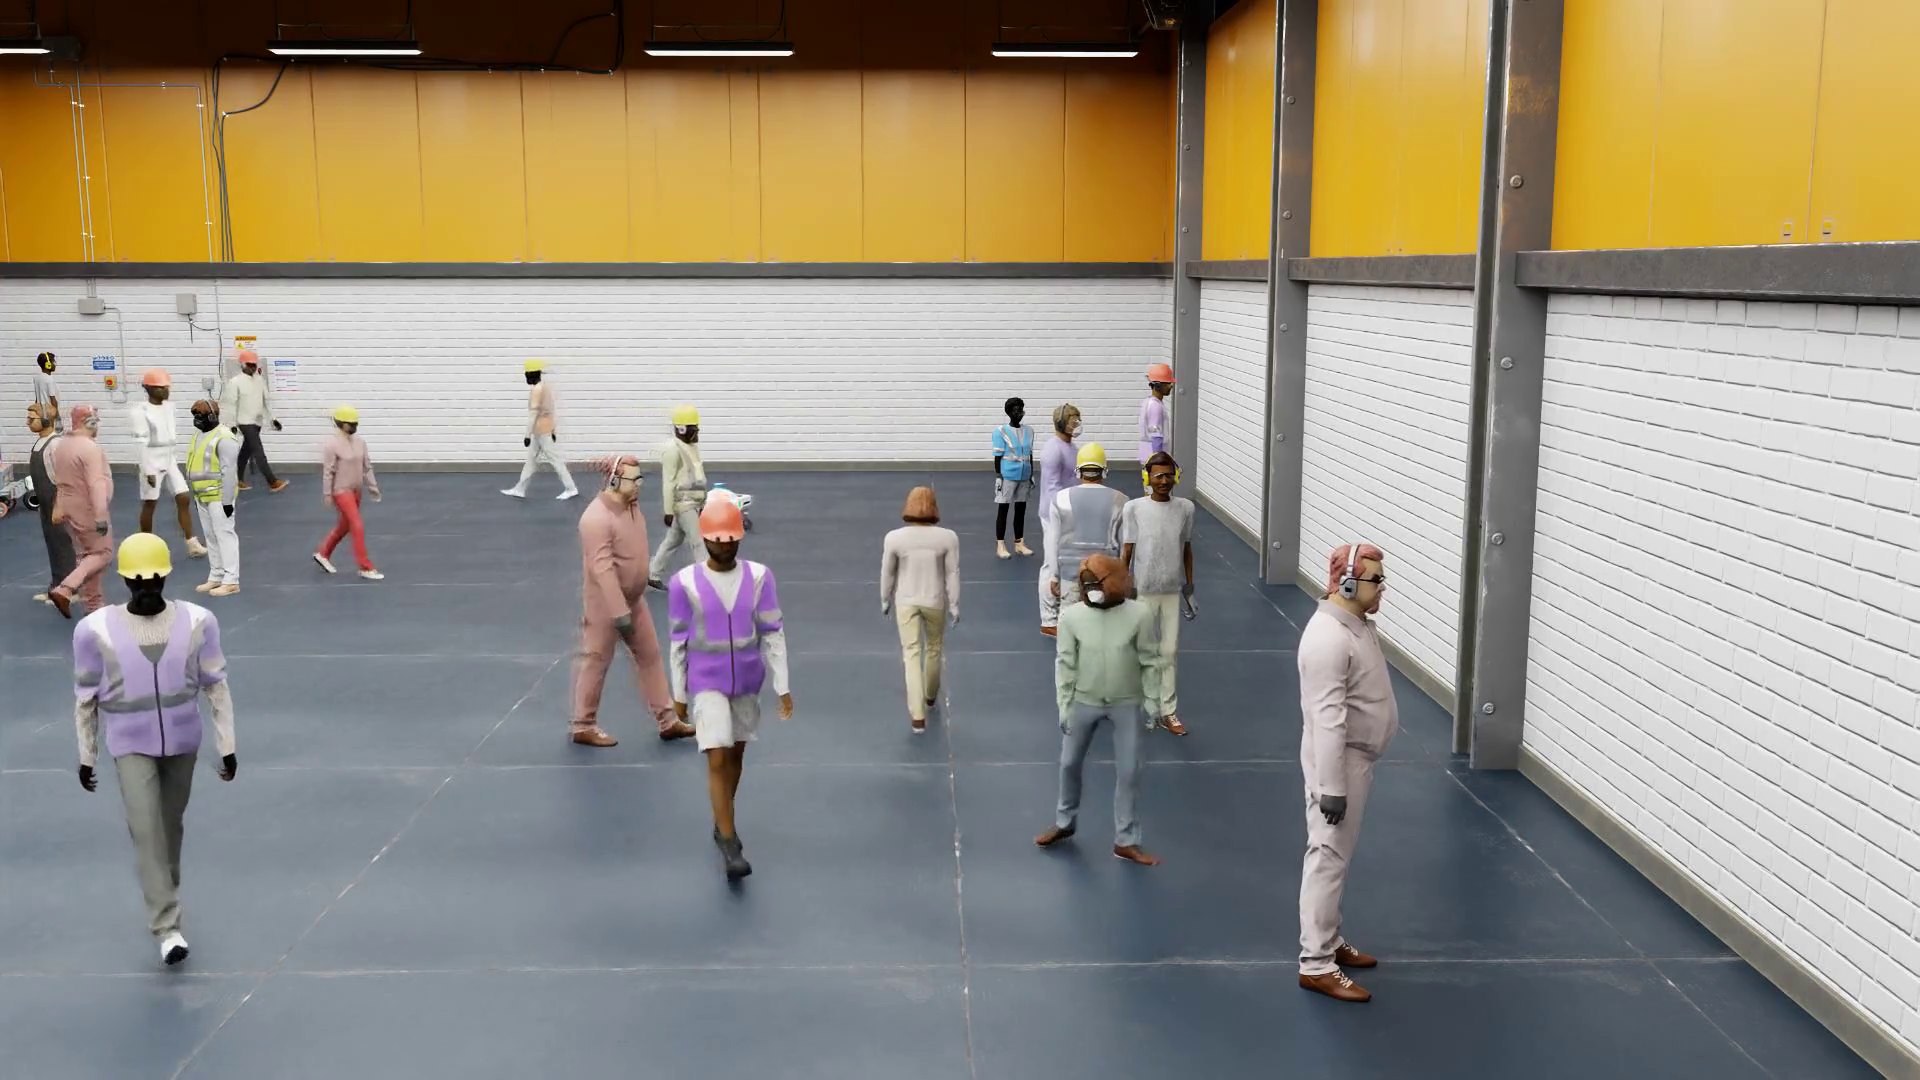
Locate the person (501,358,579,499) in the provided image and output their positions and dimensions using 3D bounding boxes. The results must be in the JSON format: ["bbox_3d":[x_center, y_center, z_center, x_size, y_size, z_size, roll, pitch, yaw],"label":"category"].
[{"bbox_3d":[-5.526,-1.451,21.859,1.037,1.869,0.605,-1,9,-4],"label":"person"}]

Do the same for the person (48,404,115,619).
[{"bbox_3d":[-7.596,-0.230,14.345,0.690,1.878,0.583,7,12,38],"label":"person"}]

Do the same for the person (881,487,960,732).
[{"bbox_3d":[-0.268,0.432,11.133,0.522,1.581,0.843,-1,9,-3],"label":"person"}]

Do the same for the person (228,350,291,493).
[{"bbox_3d":[-9.606,-1.614,22.646,1.058,1.935,0.612,3,10,15],"label":"person"}]

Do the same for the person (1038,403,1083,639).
[{"bbox_3d":[0.838,-0.161,13.725,0.369,1.938,0.630,3,10,17],"label":"person"}]

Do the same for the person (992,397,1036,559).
[{"bbox_3d":[0.572,-0.657,17.508,0.536,1.697,0.318,-7,11,-35],"label":"person"}]

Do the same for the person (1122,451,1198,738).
[{"bbox_3d":[1.294,0.350,10.800,0.531,1.870,0.316,-2,10,-13],"label":"person"}]

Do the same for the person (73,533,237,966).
[{"bbox_3d":[-3.527,0.905,7.353,0.613,1.875,0.988,-7,12,-37],"label":"person"}]

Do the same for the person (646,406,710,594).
[{"bbox_3d":[-2.550,-0.354,15.391,0.951,1.785,0.607,1,9,6],"label":"person"}]

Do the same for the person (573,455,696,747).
[{"bbox_3d":[-2.062,0.399,10.499,0.909,1.866,0.673,3,10,15],"label":"person"}]

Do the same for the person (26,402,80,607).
[{"bbox_3d":[-8.196,-0.320,14.994,0.505,1.843,0.346,9,13,44],"label":"person"}]

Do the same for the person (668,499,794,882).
[{"bbox_3d":[-1.147,0.736,8.361,0.567,1.883,0.977,-4,10,-22],"label":"person"}]

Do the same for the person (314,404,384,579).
[{"bbox_3d":[-6.071,-0.486,16.363,0.870,1.727,0.524,3,10,20],"label":"person"}]

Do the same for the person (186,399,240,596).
[{"bbox_3d":[-6.961,-0.398,15.513,0.624,1.837,0.429,8,12,40],"label":"person"}]

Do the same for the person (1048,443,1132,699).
[{"bbox_3d":[0.912,0.227,11.714,0.586,1.824,0.404,0,9,2],"label":"person"}]

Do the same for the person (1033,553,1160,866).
[{"bbox_3d":[0.701,0.851,8.516,0.700,1.611,0.403,1,9,7],"label":"person"}]

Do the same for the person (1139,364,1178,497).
[{"bbox_3d":[2.088,-0.838,17.552,0.393,2.041,0.613,0,9,0],"label":"person"}]

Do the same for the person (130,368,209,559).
[{"bbox_3d":[-8.153,-0.763,17.182,0.908,2.009,0.644,3,10,15],"label":"person"}]

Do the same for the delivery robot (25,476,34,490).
[{"bbox_3d":[-11.420,-0.717,21.080,0.707,0.478,0.477,-3,10,-16],"label":"delivery robot"}]

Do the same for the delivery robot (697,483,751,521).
[{"bbox_3d":[-2.786,-0.417,19.235,0.707,0.478,0.477,3,10,16],"label":"delivery robot"}]

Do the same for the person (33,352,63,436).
[{"bbox_3d":[-12.752,-1.695,23.341,0.510,1.872,0.329,6,11,35],"label":"person"}]

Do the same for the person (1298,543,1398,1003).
[{"bbox_3d":[1.627,0.953,6.999,0.405,1.904,0.653,3,10,19],"label":"person"}]
